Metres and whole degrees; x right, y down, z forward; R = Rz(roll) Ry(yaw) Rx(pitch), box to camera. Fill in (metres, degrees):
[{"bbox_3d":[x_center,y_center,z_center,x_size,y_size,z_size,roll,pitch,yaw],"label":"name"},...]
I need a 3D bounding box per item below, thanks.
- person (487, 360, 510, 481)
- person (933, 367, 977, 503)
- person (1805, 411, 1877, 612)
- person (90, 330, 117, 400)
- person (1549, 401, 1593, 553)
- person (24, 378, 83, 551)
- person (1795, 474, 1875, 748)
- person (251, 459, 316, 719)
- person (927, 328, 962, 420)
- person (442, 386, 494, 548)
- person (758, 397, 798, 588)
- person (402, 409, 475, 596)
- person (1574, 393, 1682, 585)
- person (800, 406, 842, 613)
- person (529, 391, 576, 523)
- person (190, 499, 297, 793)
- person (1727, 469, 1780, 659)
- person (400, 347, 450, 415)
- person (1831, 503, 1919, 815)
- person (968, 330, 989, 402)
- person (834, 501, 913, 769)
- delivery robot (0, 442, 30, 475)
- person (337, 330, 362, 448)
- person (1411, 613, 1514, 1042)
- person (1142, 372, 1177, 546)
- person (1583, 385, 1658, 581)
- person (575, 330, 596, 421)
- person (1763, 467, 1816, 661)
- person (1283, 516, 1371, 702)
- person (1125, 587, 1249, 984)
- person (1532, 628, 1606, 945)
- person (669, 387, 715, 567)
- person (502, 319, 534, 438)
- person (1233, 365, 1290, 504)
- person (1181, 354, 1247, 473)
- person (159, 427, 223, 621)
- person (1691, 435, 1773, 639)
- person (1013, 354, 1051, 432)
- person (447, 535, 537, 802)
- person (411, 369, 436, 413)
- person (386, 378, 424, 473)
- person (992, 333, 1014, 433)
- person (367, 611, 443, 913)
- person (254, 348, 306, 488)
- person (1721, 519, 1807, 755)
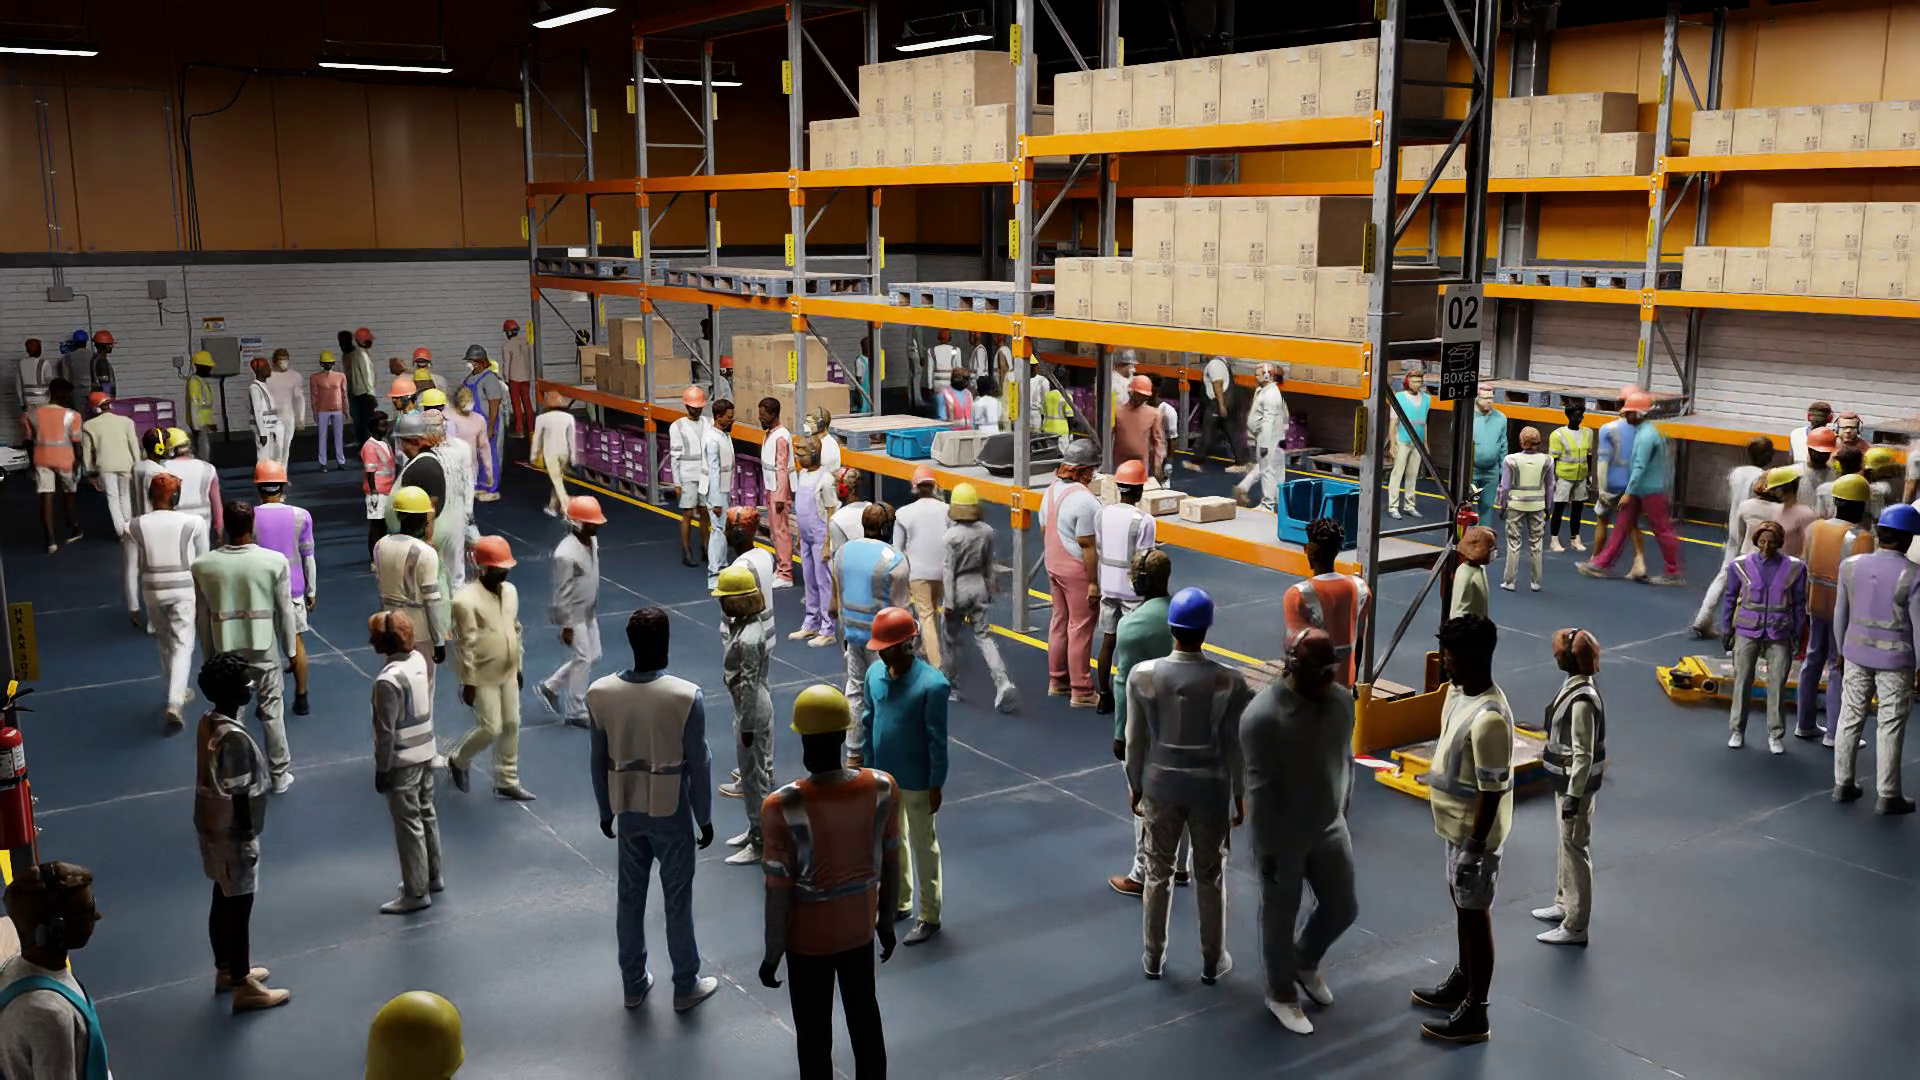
[{"bbox_3d":[-6.520,-1.661,23.170,0.509,1.714,0.490,-2,11,-9],"label":"person"},{"bbox_3d":[-0.040,-1.275,20.995,0.663,1.804,0.588,-8,14,-36],"label":"person"},{"bbox_3d":[8.177,-0.247,15.459,0.653,1.906,0.405,4,12,18],"label":"person"},{"bbox_3d":[-12.466,-2.043,24.316,0.404,2.037,0.606,-8,13,-34],"label":"person"},{"bbox_3d":[6.711,-0.691,18.303,0.538,1.686,0.319,-3,11,-14],"label":"person"},{"bbox_3d":[-10.103,-0.852,18.583,0.630,1.904,0.983,-4,12,-19],"label":"person"},{"bbox_3d":[6.130,0.492,11.622,0.362,1.928,0.587,-4,12,-18],"label":"person"},{"bbox_3d":[-5.048,0.366,12.292,0.548,1.924,0.387,-7,13,-33],"label":"person"},{"bbox_3d":[-0.250,-2.527,27.191,0.575,1.883,0.355,1,11,4],"label":"person"},{"bbox_3d":[-5.319,-0.717,17.937,1.053,1.874,0.637,8,14,37],"label":"person"},{"bbox_3d":[-1.827,-0.479,16.660,0.410,1.908,0.598,-3,12,-17],"label":"person"},{"bbox_3d":[-4.904,-0.286,15.660,0.651,1.906,0.403,-3,11,-15],"label":"person"},{"bbox_3d":[6.826,-0.508,16.742,1.037,1.931,0.615,2,11,8],"label":"person"},{"bbox_3d":[-1.299,-0.291,15.603,0.372,1.940,0.632,-3,11,-15],"label":"person"},{"bbox_3d":[-4.923,-1.019,20.225,0.509,1.588,0.854,-10,15,-42],"label":"person"},{"bbox_3d":[-4.549,0.697,10.617,0.589,1.912,0.393,-2,11,-12],"label":"person"},{"bbox_3d":[6.655,0.216,13.822,0.289,1.627,0.497,-6,12,-27],"label":"person"},{"bbox_3d":[-7.014,-1.532,21.848,0.617,1.984,0.410,-3,11,-14],"label":"person"},{"bbox_3d":[5.746,0.734,10.360,0.403,1.937,0.604,-7,13,-31],"label":"person"},{"bbox_3d":[0.283,-2.543,27.297,0.371,1.878,0.588,-1,11,-4],"label":"person"},{"bbox_3d":[-0.548,0.656,11.040,0.629,1.837,0.430,9,14,40],"label":"person"},{"bbox_3d":[-13.300,-1.116,23.139,0.477,0.478,0.707,7,13,32],"label":"delivery robot"},{"bbox_3d":[-9.637,-2.390,26.488,0.422,1.921,0.651,-8,13,-34],"label":"person"},{"bbox_3d":[2.286,1.284,7.493,0.372,1.959,0.603,2,11,9],"label":"person"},{"bbox_3d":[2.172,-0.916,18.734,0.366,1.962,0.610,-8,14,-36],"label":"person"},{"bbox_3d":[6.746,-0.568,16.885,0.603,2.009,0.709,0,11,-1],"label":"person"},{"bbox_3d":[-6.067,-2.489,27.074,0.328,1.861,0.507,-3,11,-16],"label":"person"},{"bbox_3d":[6.550,0.285,13.241,0.753,1.709,0.546,0,11,-2],"label":"person"},{"bbox_3d":[2.116,0.832,9.787,0.611,1.965,0.362,-6,13,-30],"label":"person"},{"bbox_3d":[1.093,1.187,8.012,0.605,1.948,0.384,3,11,13],"label":"person"},{"bbox_3d":[3.122,1.250,8.493,0.310,1.636,0.523,3,11,16],"label":"person"},{"bbox_3d":[-2.785,-0.666,17.577,0.548,1.925,0.399,-9,14,-38],"label":"person"},{"bbox_3d":[-7.431,-2.698,27.841,0.432,1.978,0.607,7,13,31],"label":"person"},{"bbox_3d":[3.936,-1.337,21.291,0.796,1.817,0.653,1,11,3],"label":"person"},{"bbox_3d":[3.708,-1.987,24.022,1.013,2.000,0.719,6,13,29],"label":"person"},{"bbox_3d":[-7.003,-0.121,15.074,0.633,1.804,0.432,-7,13,-33],"label":"person"},{"bbox_3d":[6.871,-0.018,14.564,0.929,1.816,0.513,-5,12,-24],"label":"person"},{"bbox_3d":[0.937,-1.556,22.102,0.585,1.929,0.375,10,15,43],"label":"person"},{"bbox_3d":[-2.971,0.811,10.472,0.485,1.733,0.574,5,12,24],"label":"person"},{"bbox_3d":[-6.917,-1.353,21.575,0.315,1.737,0.483,3,11,14],"label":"person"},{"bbox_3d":[-5.709,-0.671,17.309,0.406,2.036,0.606,-1,11,-5],"label":"person"},{"bbox_3d":[0.723,-2.565,27.534,0.407,1.833,0.564,1,11,5],"label":"person"},{"bbox_3d":[-2.970,1.174,8.908,0.314,1.632,0.518,1,11,4],"label":"person"},{"bbox_3d":[-9.247,-1.662,22.680,0.593,1.911,0.631,10,15,42],"label":"person"},{"bbox_3d":[5.557,0.660,11.528,0.523,1.631,0.324,5,12,22],"label":"person"}]
